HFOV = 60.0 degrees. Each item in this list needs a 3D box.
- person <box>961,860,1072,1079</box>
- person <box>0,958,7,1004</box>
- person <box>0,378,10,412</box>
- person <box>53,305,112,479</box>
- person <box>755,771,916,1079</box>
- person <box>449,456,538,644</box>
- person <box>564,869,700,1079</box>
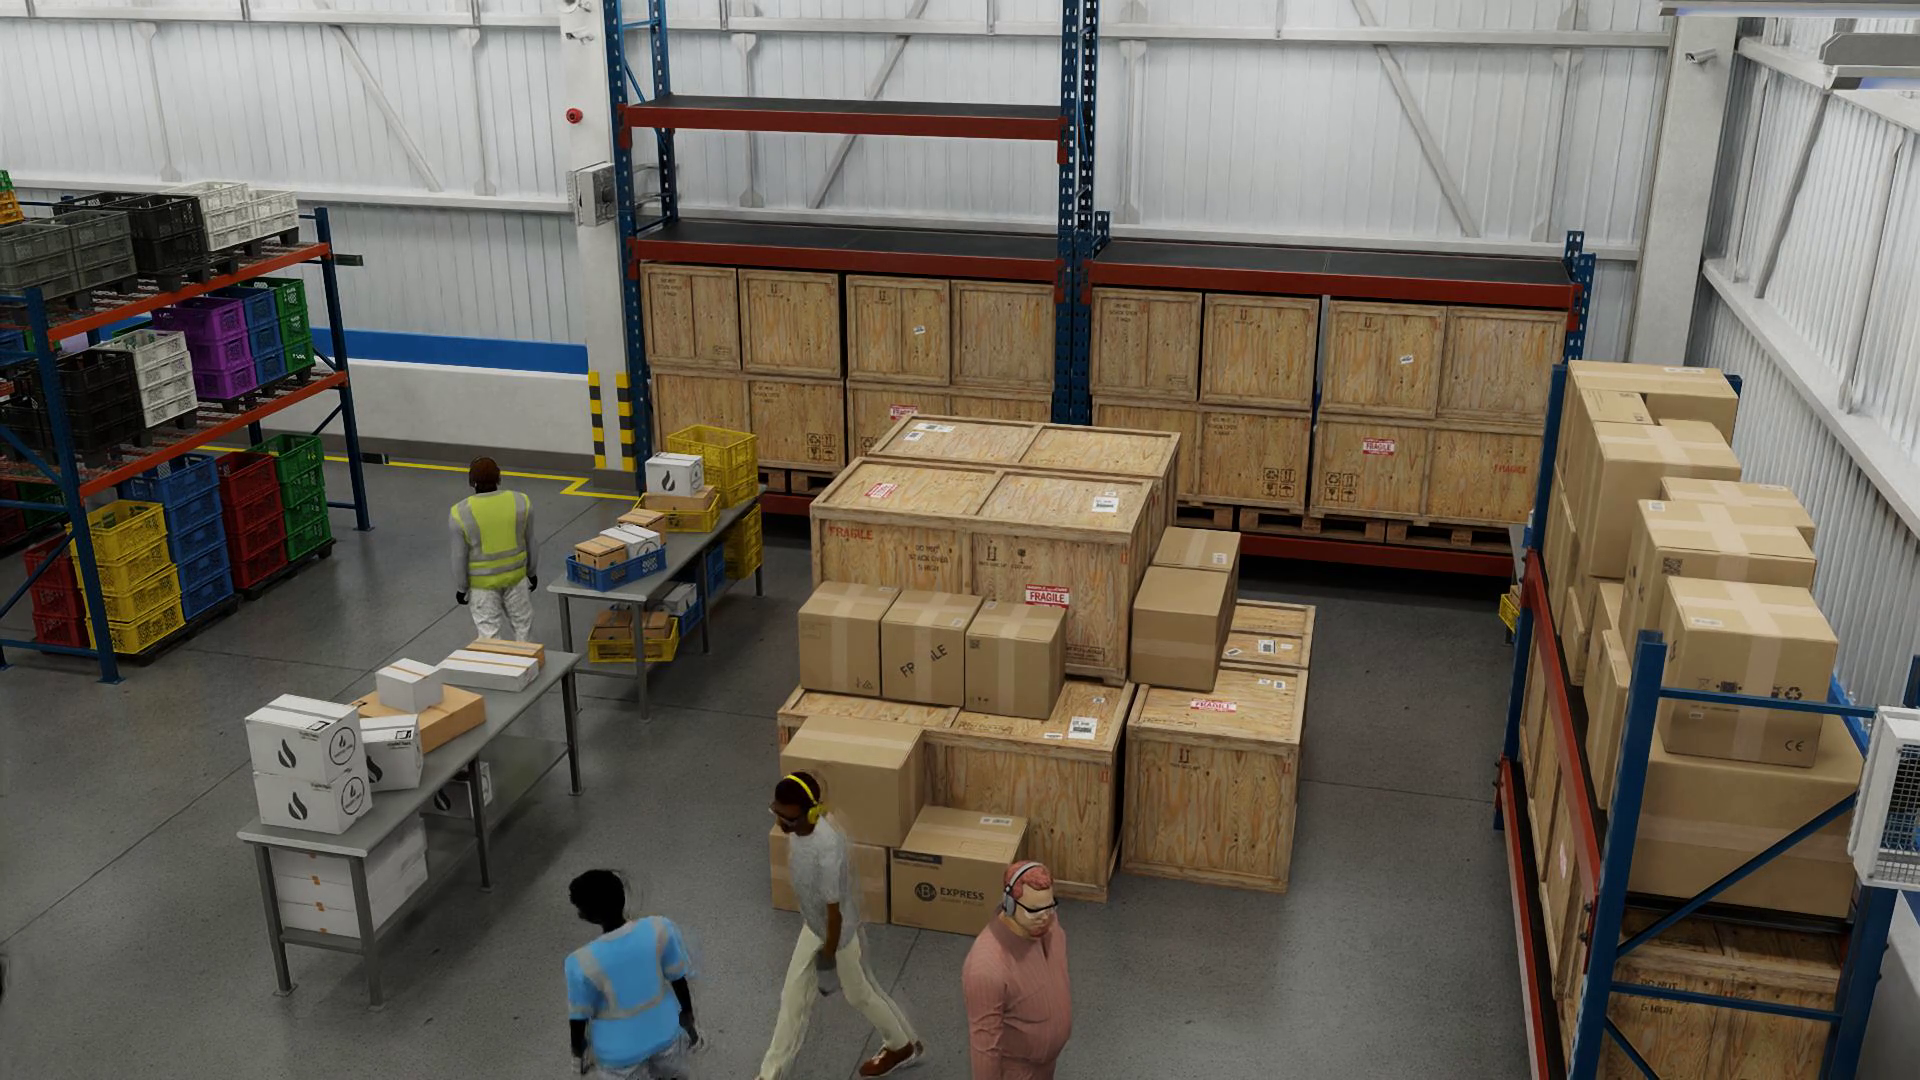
[{"bbox_3d":[0.270,2.190,7.012,0.401,1.901,0.651,11,24,26],"label":"person"},{"bbox_3d":[-5.242,1.731,8.337,0.593,1.816,0.505,3,21,8],"label":"person"},{"bbox_3d":[-10.584,-2.103,18.264,0.337,1.883,0.584,-12,24,-28],"label":"person"},{"bbox_3d":[-8.739,-1.451,16.485,0.371,1.940,0.627,3,21,7],"label":"person"},{"bbox_3d":[-0.662,1.879,7.955,1.001,1.815,0.561,-12,24,-29],"label":"person"},{"bbox_3d":[-3.376,0.276,12.103,0.632,1.841,0.429,-13,25,-31],"label":"person"},{"bbox_3d":[-1.445,2.192,7.316,0.557,1.662,0.408,-17,27,-38],"label":"person"}]
